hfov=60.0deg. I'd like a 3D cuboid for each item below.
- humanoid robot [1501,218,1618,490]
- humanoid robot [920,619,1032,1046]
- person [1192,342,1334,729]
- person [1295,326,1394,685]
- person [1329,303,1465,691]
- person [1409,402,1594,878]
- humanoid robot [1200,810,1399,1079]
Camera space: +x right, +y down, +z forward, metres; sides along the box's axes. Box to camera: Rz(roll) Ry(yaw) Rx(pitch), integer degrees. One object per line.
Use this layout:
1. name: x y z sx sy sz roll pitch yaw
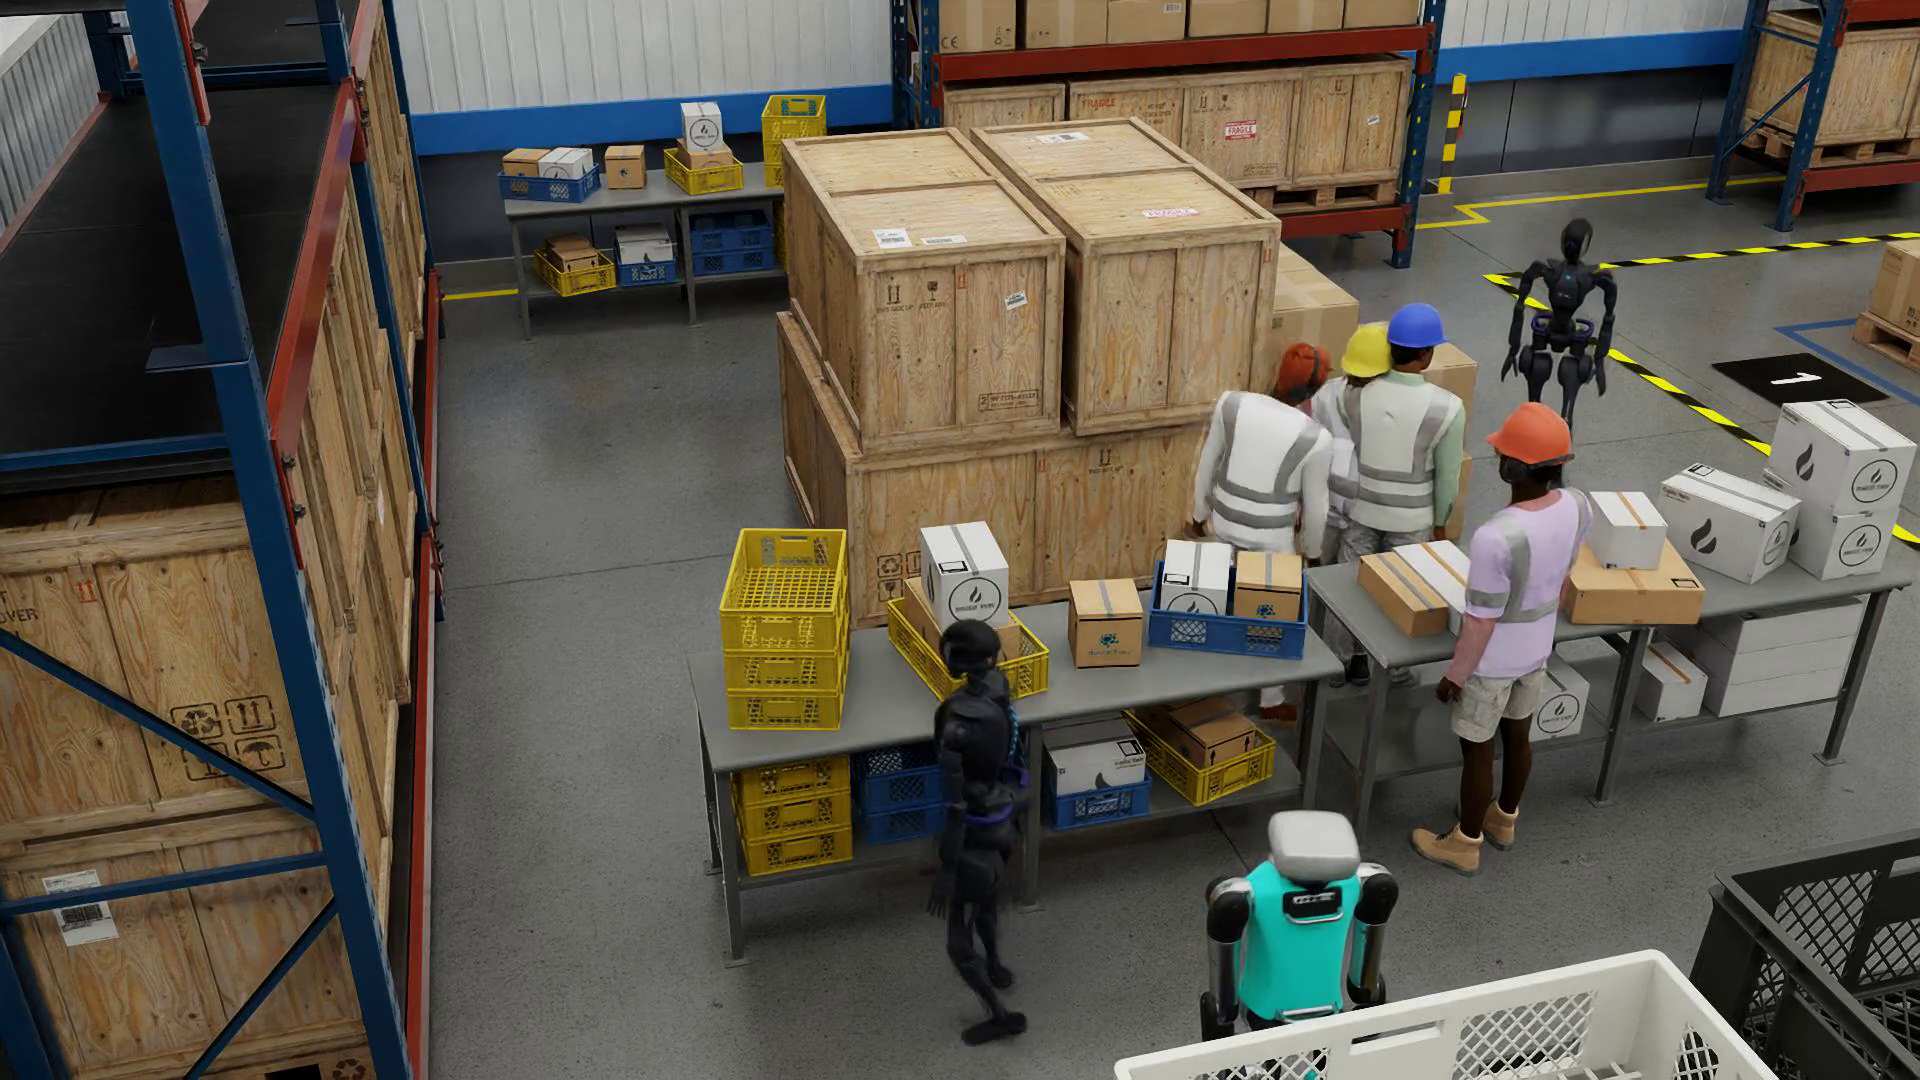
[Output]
1. humanoid robot: 3.441 -1.061 9.589 0.591 1.639 0.574 13 31 22
2. humanoid robot: 0.108 1.015 5.815 0.398 1.636 0.610 10 30 17
3. person: 1.358 -0.025 7.518 0.681 1.861 0.351 16 33 27
4. person: 1.830 -0.150 7.770 0.599 1.826 0.404 4 29 7
5. person: 1.971 -0.153 7.658 0.603 1.944 0.398 16 33 27
6. person: 2.114 0.413 6.530 0.604 2.045 0.377 -20 34 -31
7. humanoid robot: 0.969 1.603 4.582 0.531 1.690 0.738 -5 29 -9
